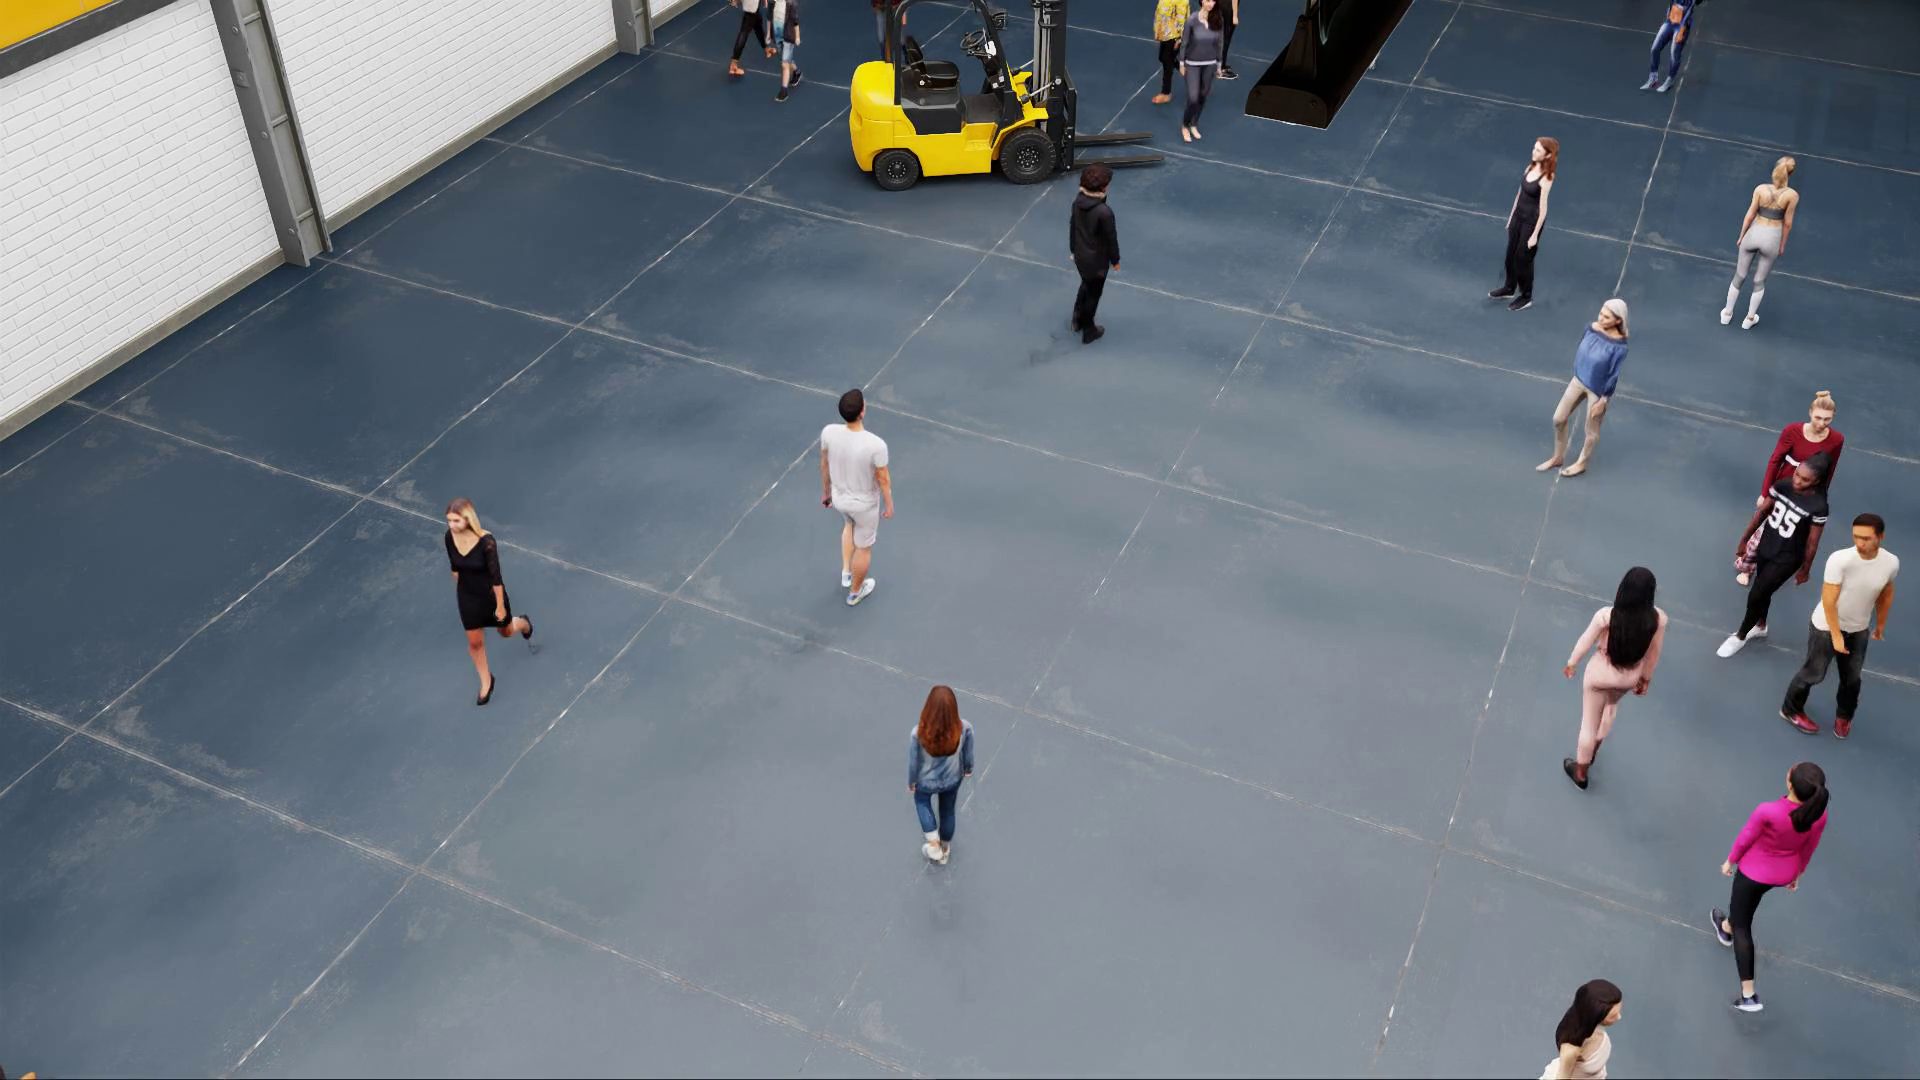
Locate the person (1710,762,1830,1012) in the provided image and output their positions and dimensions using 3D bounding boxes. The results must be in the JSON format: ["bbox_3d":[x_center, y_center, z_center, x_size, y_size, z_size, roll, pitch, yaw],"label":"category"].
[{"bbox_3d":[4.669,1.993,9.577,0.901,1.667,1.175,-1,39,-1],"label":"person"}]

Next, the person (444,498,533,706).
[{"bbox_3d":[-3.284,0.363,11.621,0.701,1.655,1.011,9,39,11],"label":"person"}]

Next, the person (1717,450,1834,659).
[{"bbox_3d":[5.936,0.083,11.920,0.932,1.718,0.868,-14,41,-17],"label":"person"}]

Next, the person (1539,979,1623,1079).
[{"bbox_3d":[3.080,2.809,8.493,0.685,1.736,0.529,26,45,29],"label":"person"}]

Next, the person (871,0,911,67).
[{"bbox_3d":[-0.819,-6.355,19.955,0.720,1.751,1.036,12,40,15],"label":"person"}]

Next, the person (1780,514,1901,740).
[{"bbox_3d":[5.917,0.547,11.300,0.865,1.777,0.876,-8,39,-10],"label":"person"}]

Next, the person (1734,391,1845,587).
[{"bbox_3d":[6.249,-0.361,12.492,0.661,1.698,0.582,7,39,9],"label":"person"}]

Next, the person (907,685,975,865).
[{"bbox_3d":[-0.120,1.517,10.326,0.675,1.467,0.709,-7,39,-8],"label":"person"}]

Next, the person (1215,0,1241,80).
[{"bbox_3d":[3.252,-6.434,20.141,0.697,1.643,0.596,-5,39,-7],"label":"person"}]

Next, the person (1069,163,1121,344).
[{"bbox_3d":[1.164,-2.572,15.207,0.728,1.765,0.716,-27,46,-30],"label":"person"}]

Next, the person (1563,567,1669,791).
[{"bbox_3d":[4.276,0.963,10.831,0.781,1.701,0.807,-3,39,-3],"label":"person"}]

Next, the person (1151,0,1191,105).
[{"bbox_3d":[2.576,-5.901,19.480,1.004,1.635,0.970,-5,39,-7],"label":"person"}]

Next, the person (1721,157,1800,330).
[{"bbox_3d":[7.473,-2.773,15.505,0.585,1.707,0.552,21,43,24],"label":"person"}]

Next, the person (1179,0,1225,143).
[{"bbox_3d":[2.677,-5.386,18.739,0.755,1.753,0.809,-11,40,-14],"label":"person"}]

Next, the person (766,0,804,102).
[{"bbox_3d":[-2.064,-6.018,19.798,0.575,1.419,0.963,19,42,22],"label":"person"}]

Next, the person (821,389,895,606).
[{"bbox_3d":[-0.813,-0.267,12.259,0.696,1.842,0.643,17,42,20],"label":"person"}]

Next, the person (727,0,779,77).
[{"bbox_3d":[-2.598,-6.477,20.091,0.803,1.771,1.268,26,45,29],"label":"person"}]

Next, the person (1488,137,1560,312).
[{"bbox_3d":[5.415,-3.012,15.773,0.748,1.746,0.675,-10,40,-12],"label":"person"}]

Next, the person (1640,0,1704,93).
[{"bbox_3d":[8.566,-6.083,19.730,0.835,1.607,0.777,-14,41,-17],"label":"person"}]

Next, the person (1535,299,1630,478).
[{"bbox_3d":[5.241,-1.248,13.620,0.834,1.687,0.779,-17,42,-21],"label":"person"}]
